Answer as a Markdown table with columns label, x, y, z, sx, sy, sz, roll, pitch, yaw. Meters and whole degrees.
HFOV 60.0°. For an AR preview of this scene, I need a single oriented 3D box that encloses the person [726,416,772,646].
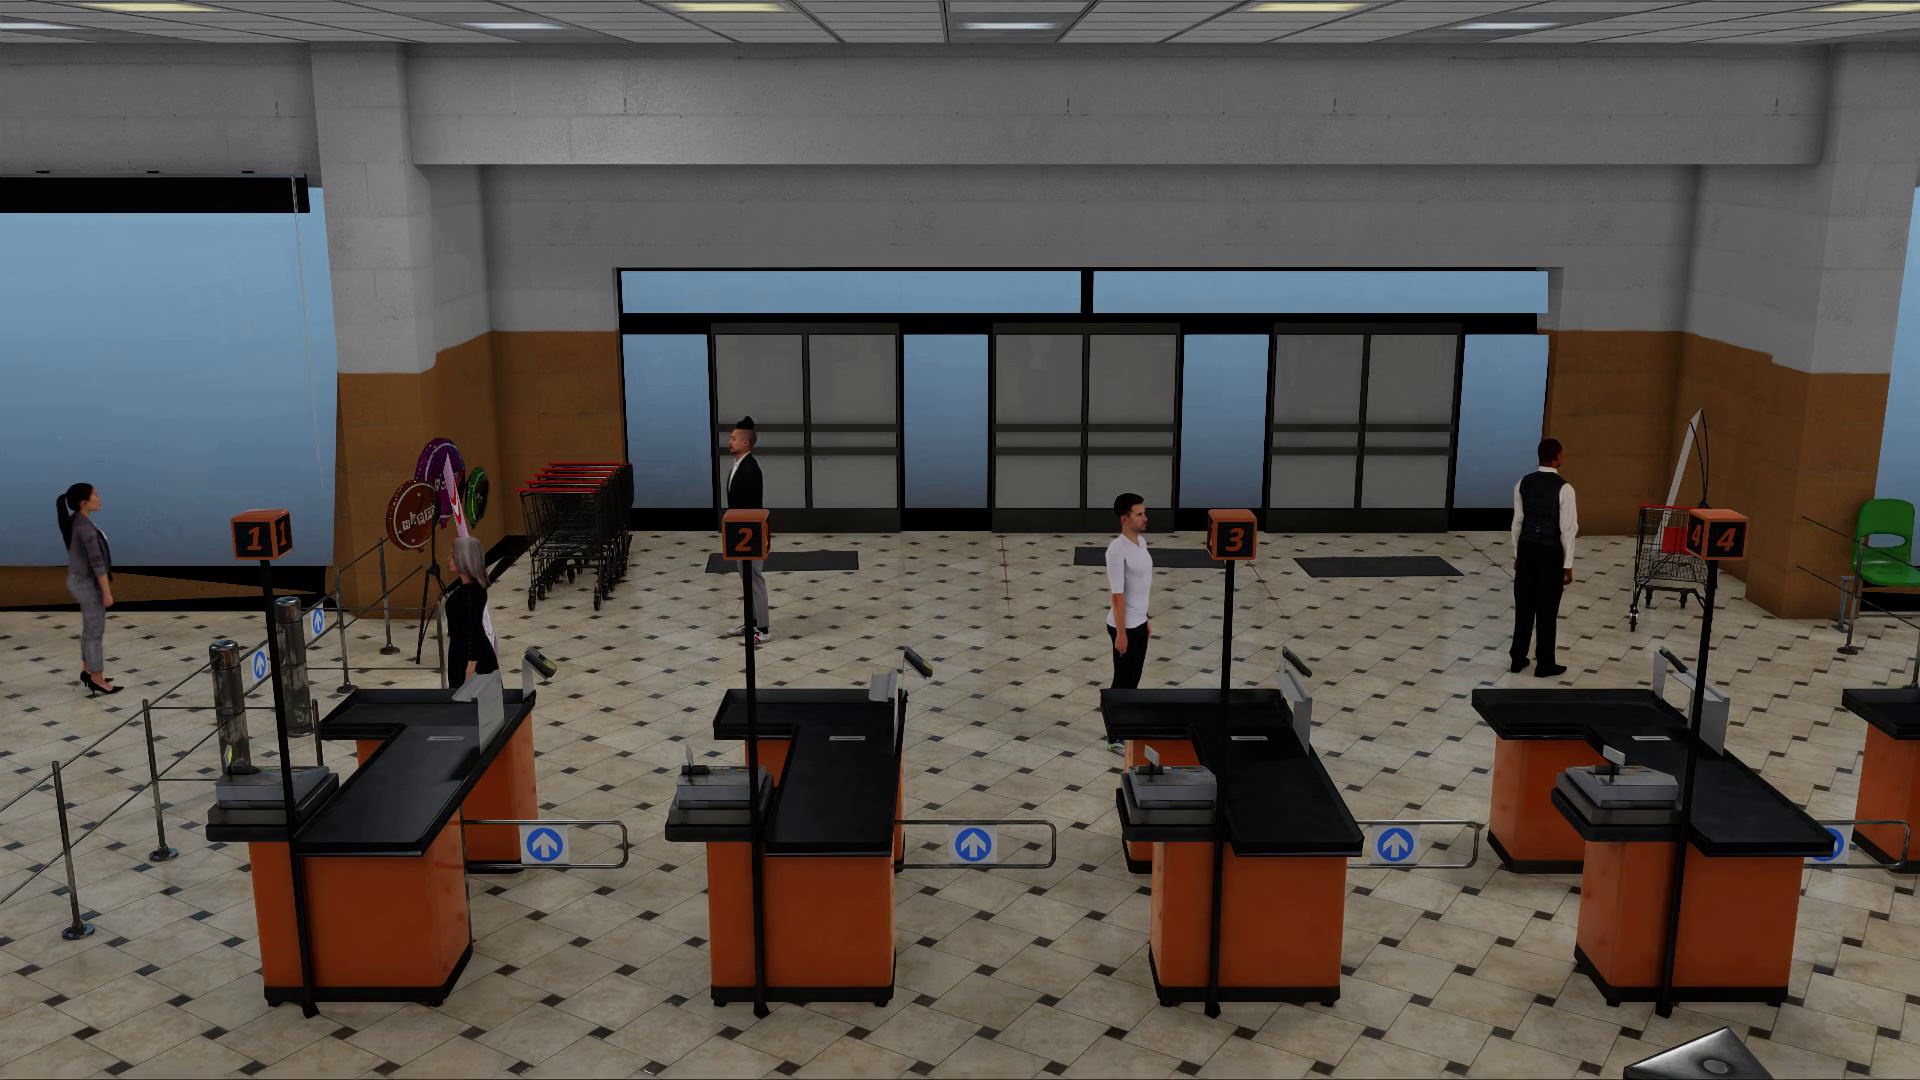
| label | x | y | z | sx | sy | sz | roll | pitch | yaw |
| --- | --- | --- | --- | --- | --- | --- | --- | --- | --- |
| person | -1.799 | -0.087 | 14.164 | 0.851 | 1.949 | 0.686 | -6 | 15 | -23 |

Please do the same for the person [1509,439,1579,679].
| label | x | y | z | sx | sy | sz | roll | pitch | yaw |
| --- | --- | --- | --- | --- | --- | --- | --- | --- | --- |
| person | 4.654 | 0.133 | 13.321 | 0.828 | 1.919 | 0.761 | -13 | 18 | -42 |

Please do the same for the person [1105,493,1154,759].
| label | x | y | z | sx | sy | sz | roll | pitch | yaw |
| --- | --- | --- | --- | --- | --- | --- | --- | --- | --- |
| person | 1.177 | 0.575 | 11.643 | 0.808 | 1.852 | 0.674 | 7 | 15 | 26 |

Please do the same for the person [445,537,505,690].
| label | x | y | z | sx | sy | sz | roll | pitch | yaw |
| --- | --- | --- | --- | --- | --- | --- | --- | --- | --- |
| person | -3.182 | 0.820 | 10.853 | 0.738 | 1.747 | 0.625 | -6 | 15 | -22 |

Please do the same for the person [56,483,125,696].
| label | x | y | z | sx | sy | sz | roll | pitch | yaw |
| --- | --- | --- | --- | --- | --- | --- | --- | --- | --- |
| person | -6.744 | 0.381 | 12.822 | 0.783 | 1.673 | 0.722 | -13 | 19 | -43 |
